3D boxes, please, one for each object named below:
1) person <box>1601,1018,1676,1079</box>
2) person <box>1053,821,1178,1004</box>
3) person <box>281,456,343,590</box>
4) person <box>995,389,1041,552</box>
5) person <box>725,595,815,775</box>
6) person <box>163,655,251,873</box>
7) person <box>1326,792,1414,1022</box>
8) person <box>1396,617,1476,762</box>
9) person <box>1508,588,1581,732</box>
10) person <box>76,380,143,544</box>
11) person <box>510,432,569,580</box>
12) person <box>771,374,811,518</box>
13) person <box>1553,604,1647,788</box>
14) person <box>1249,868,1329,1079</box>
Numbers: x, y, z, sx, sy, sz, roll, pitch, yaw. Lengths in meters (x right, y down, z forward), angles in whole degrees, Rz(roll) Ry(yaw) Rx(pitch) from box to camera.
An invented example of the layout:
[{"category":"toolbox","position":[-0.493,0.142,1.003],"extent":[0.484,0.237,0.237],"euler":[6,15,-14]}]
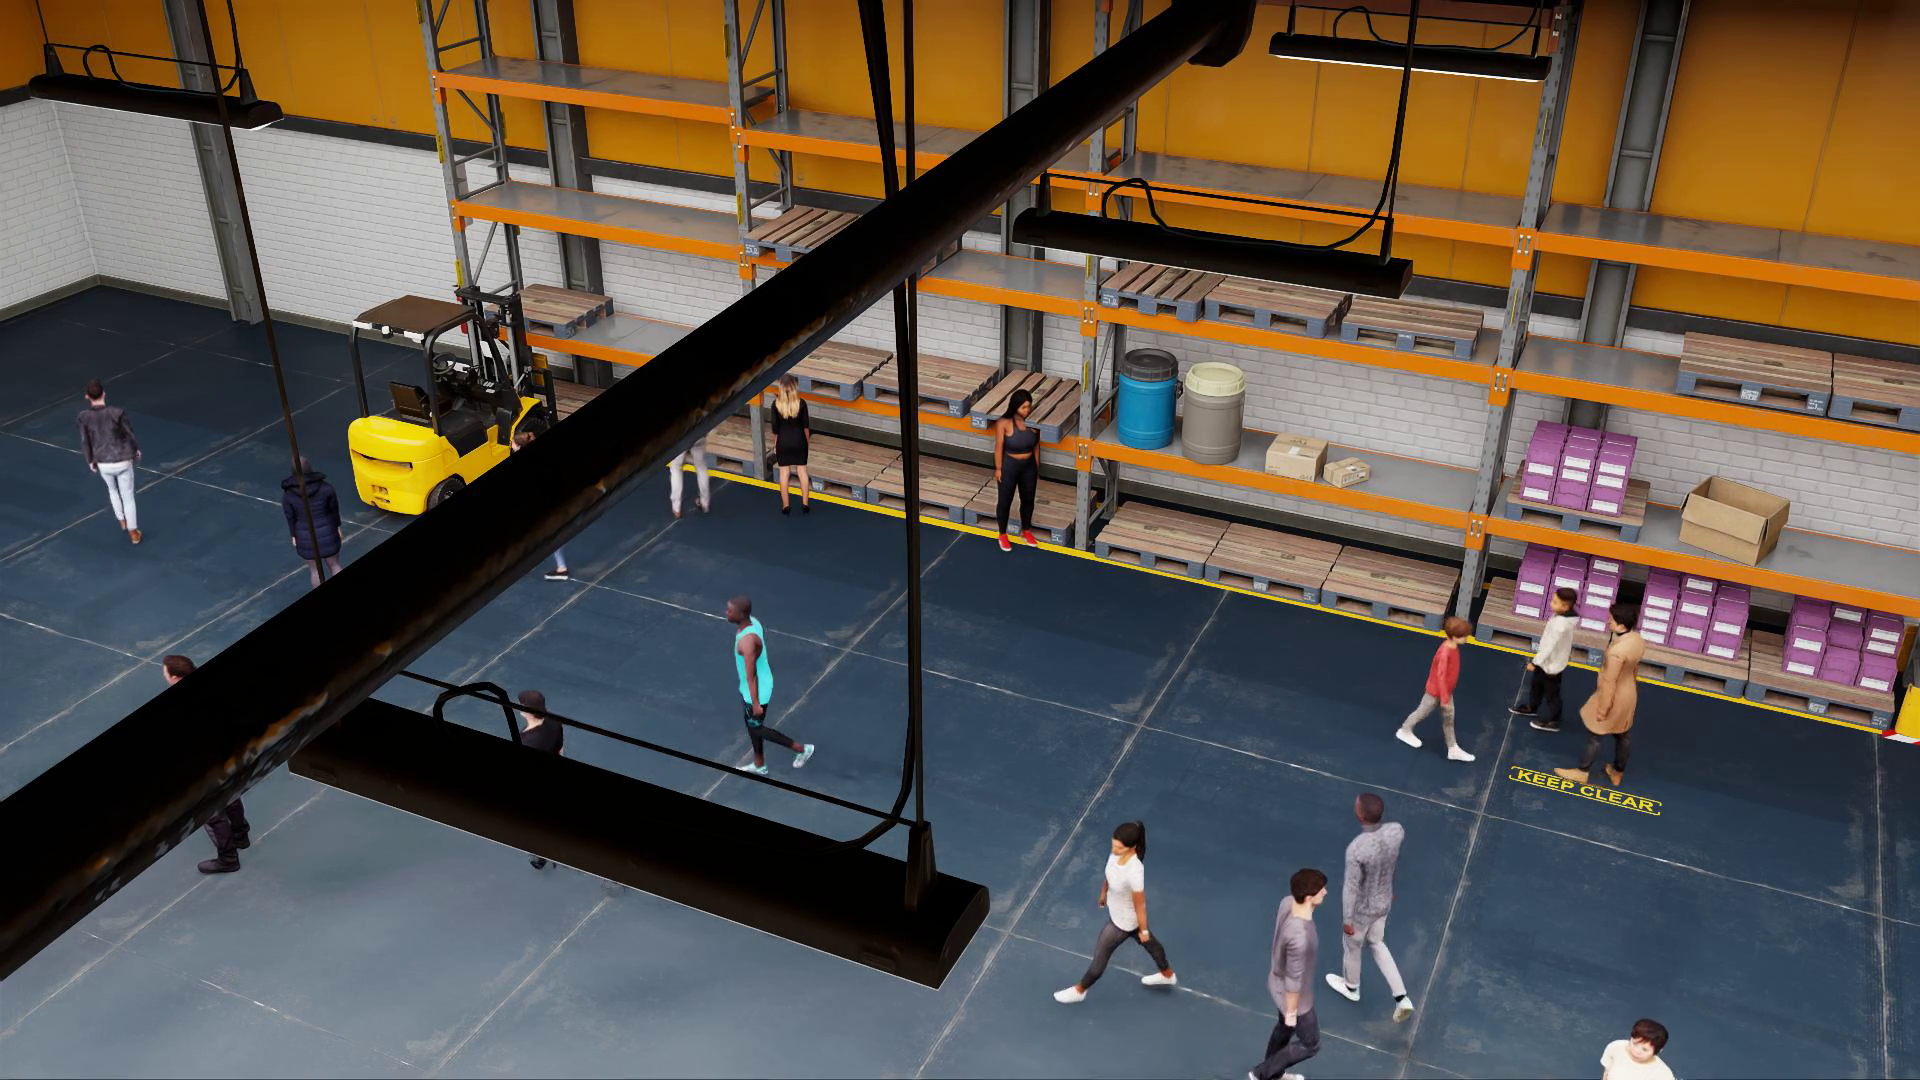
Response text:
[{"category":"person","position":[4.053,3.463,10.061],"extent":[0.757,1.577,0.647],"euler":[-22,35,-34]},{"category":"person","position":[1.240,2.611,11.616],"extent":[1.216,1.584,0.990],"euler":[-2,29,-4]},{"category":"person","position":[-6.362,-0.069,16.436],"extent":[0.793,1.672,0.840],"euler":[-13,31,-23]},{"category":"person","position":[0.604,-0.772,17.575],"extent":[0.767,1.815,0.829],"euler":[-10,30,-17]},{"category":"person","position":[-1.593,1.244,13.916],"extent":[1.026,1.779,0.871],"euler":[-1,29,-1]},{"category":"person","position":[-5.881,1.714,12.918],"extent":[0.745,1.911,0.773],"euler":[0,29,0]},{"category":"person","position":[2.869,2.570,11.454],"extent":[0.975,1.809,1.121],"euler":[-18,33,-29]},{"category":"person","position":[4.060,1.253,14.321],"extent":[0.979,1.377,0.661],"euler":[20,34,32]},{"category":"person","position":[5.272,1.061,14.611],"extent":[0.694,1.436,0.618],"euler":[11,30,19]},{"category":"person","position":[-8.954,-0.787,17.599],"extent":[0.905,1.819,0.952],"euler":[-6,29,-11]},{"category":"person","position":[-4.228,-0.311,16.899],"extent":[1.090,1.654,0.885],"euler":[0,29,1]},{"category":"person","position":[-1.844,-1.031,18.195],"extent":[0.565,1.677,0.670],"euler":[-4,29,-7]},{"category":"person","position":[5.500,1.314,13.857],"extent":[0.833,1.714,0.844],"euler":[-19,34,-30]},{"category":"person","position":[2.074,2.907,10.808],"extent":[0.818,1.837,0.812],"euler":[2,29,3]}]
